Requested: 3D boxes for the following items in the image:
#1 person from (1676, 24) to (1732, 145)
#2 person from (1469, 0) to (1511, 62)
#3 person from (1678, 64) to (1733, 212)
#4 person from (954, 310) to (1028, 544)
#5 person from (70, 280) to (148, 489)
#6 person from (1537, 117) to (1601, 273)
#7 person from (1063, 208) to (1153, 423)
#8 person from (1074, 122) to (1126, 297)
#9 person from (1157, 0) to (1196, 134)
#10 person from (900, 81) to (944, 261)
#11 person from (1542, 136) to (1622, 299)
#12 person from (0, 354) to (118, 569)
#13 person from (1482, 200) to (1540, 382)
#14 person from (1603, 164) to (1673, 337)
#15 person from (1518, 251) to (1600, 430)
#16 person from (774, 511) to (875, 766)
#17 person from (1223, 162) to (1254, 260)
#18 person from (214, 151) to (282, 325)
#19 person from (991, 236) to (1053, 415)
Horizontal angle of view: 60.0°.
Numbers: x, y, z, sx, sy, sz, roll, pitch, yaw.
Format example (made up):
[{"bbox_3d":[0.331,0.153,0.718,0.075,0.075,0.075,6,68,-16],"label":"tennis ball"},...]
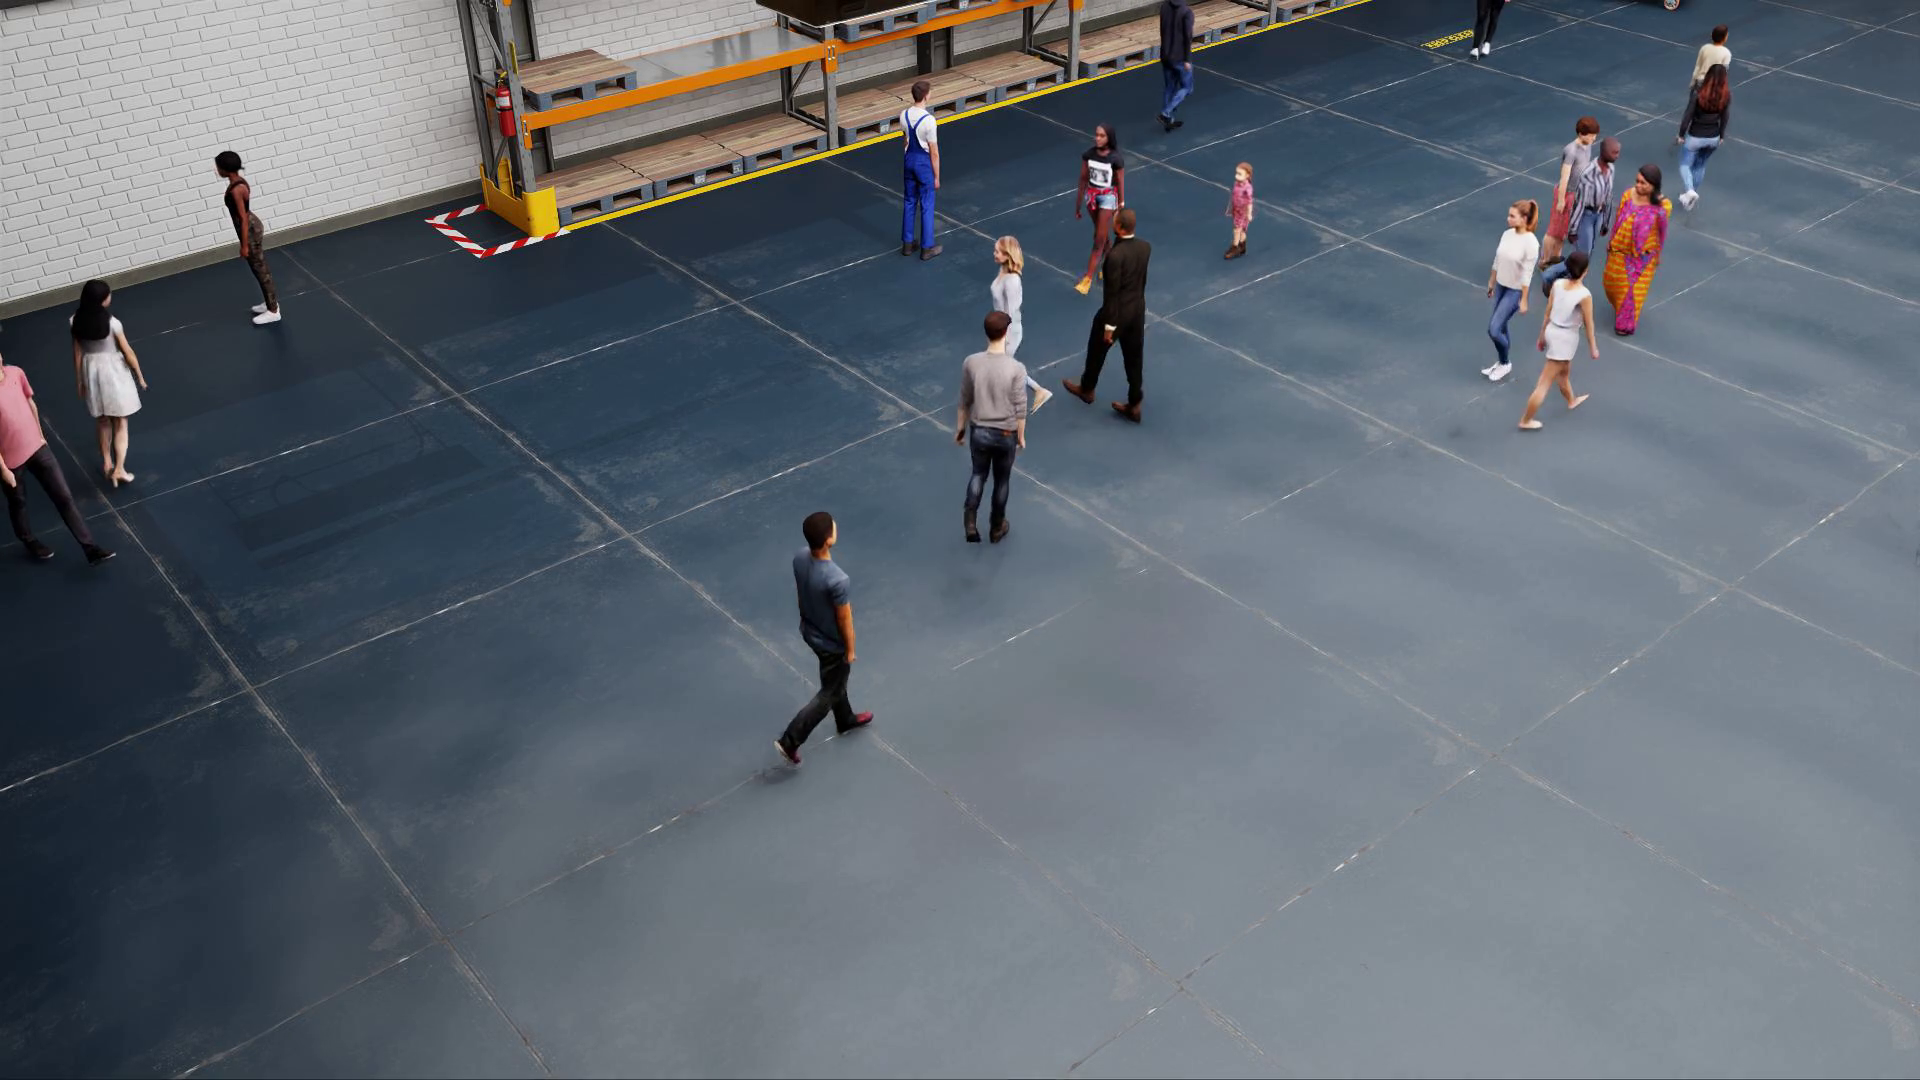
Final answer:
[{"bbox_3d":[8.882,-5.403,19.868,0.648,1.455,0.828,24,40,31],"label":"person"},{"bbox_3d":[7.306,-7.537,22.690,1.064,1.885,1.271,13,36,18],"label":"person"},{"bbox_3d":[8.099,-4.345,18.133,0.970,1.613,1.033,3,34,5],"label":"person"},{"bbox_3d":[0.227,-0.736,12.471,0.931,1.871,1.031,11,35,16],"label":"person"},{"bbox_3d":[-6.837,-1.210,13.303,0.813,1.740,0.877,-6,34,-8],"label":"person"},{"bbox_3d":[6.148,-3.500,16.834,0.477,1.645,0.652,-27,42,-35],"label":"person"},{"bbox_3d":[1.448,-1.877,14.185,0.983,1.873,0.787,-25,41,-33],"label":"person"},{"bbox_3d":[1.445,-3.327,16.541,0.821,1.680,1.219,21,39,28],"label":"person"},{"bbox_3d":[2.554,-5.842,20.143,0.714,1.882,0.681,-25,41,-32],"label":"person"},{"bbox_3d":[-0.422,-3.808,17.113,0.660,1.849,0.637,24,40,31],"label":"person"},{"bbox_3d":[5.974,-3.074,16.077,0.647,1.774,0.733,-26,41,-33],"label":"person"},{"bbox_3d":[-7.007,-0.639,12.291,1.015,1.909,1.232,17,37,24],"label":"person"},{"bbox_3d":[4.985,-2.216,14.844,0.756,1.709,0.738,-9,35,-14],"label":"person"},{"bbox_3d":[6.417,-2.786,15.747,0.699,1.657,0.840,27,42,34],"label":"person"},{"bbox_3d":[5.030,-1.661,14.121,1.101,1.585,0.824,-10,35,-15],"label":"person"},{"bbox_3d":[-0.902,0.637,10.481,1.033,1.787,0.648,-24,41,-32],"label":"person"},{"bbox_3d":[2.966,-3.446,17.323,0.583,1.013,0.483,-18,38,-25],"label":"person"},{"bbox_3d":[-6.792,-2.909,15.892,0.648,1.702,0.649,-10,35,-15],"label":"person"},{"bbox_3d":[0.492,-1.723,14.040,0.961,1.778,0.862,-2,34,-3],"label":"person"}]
